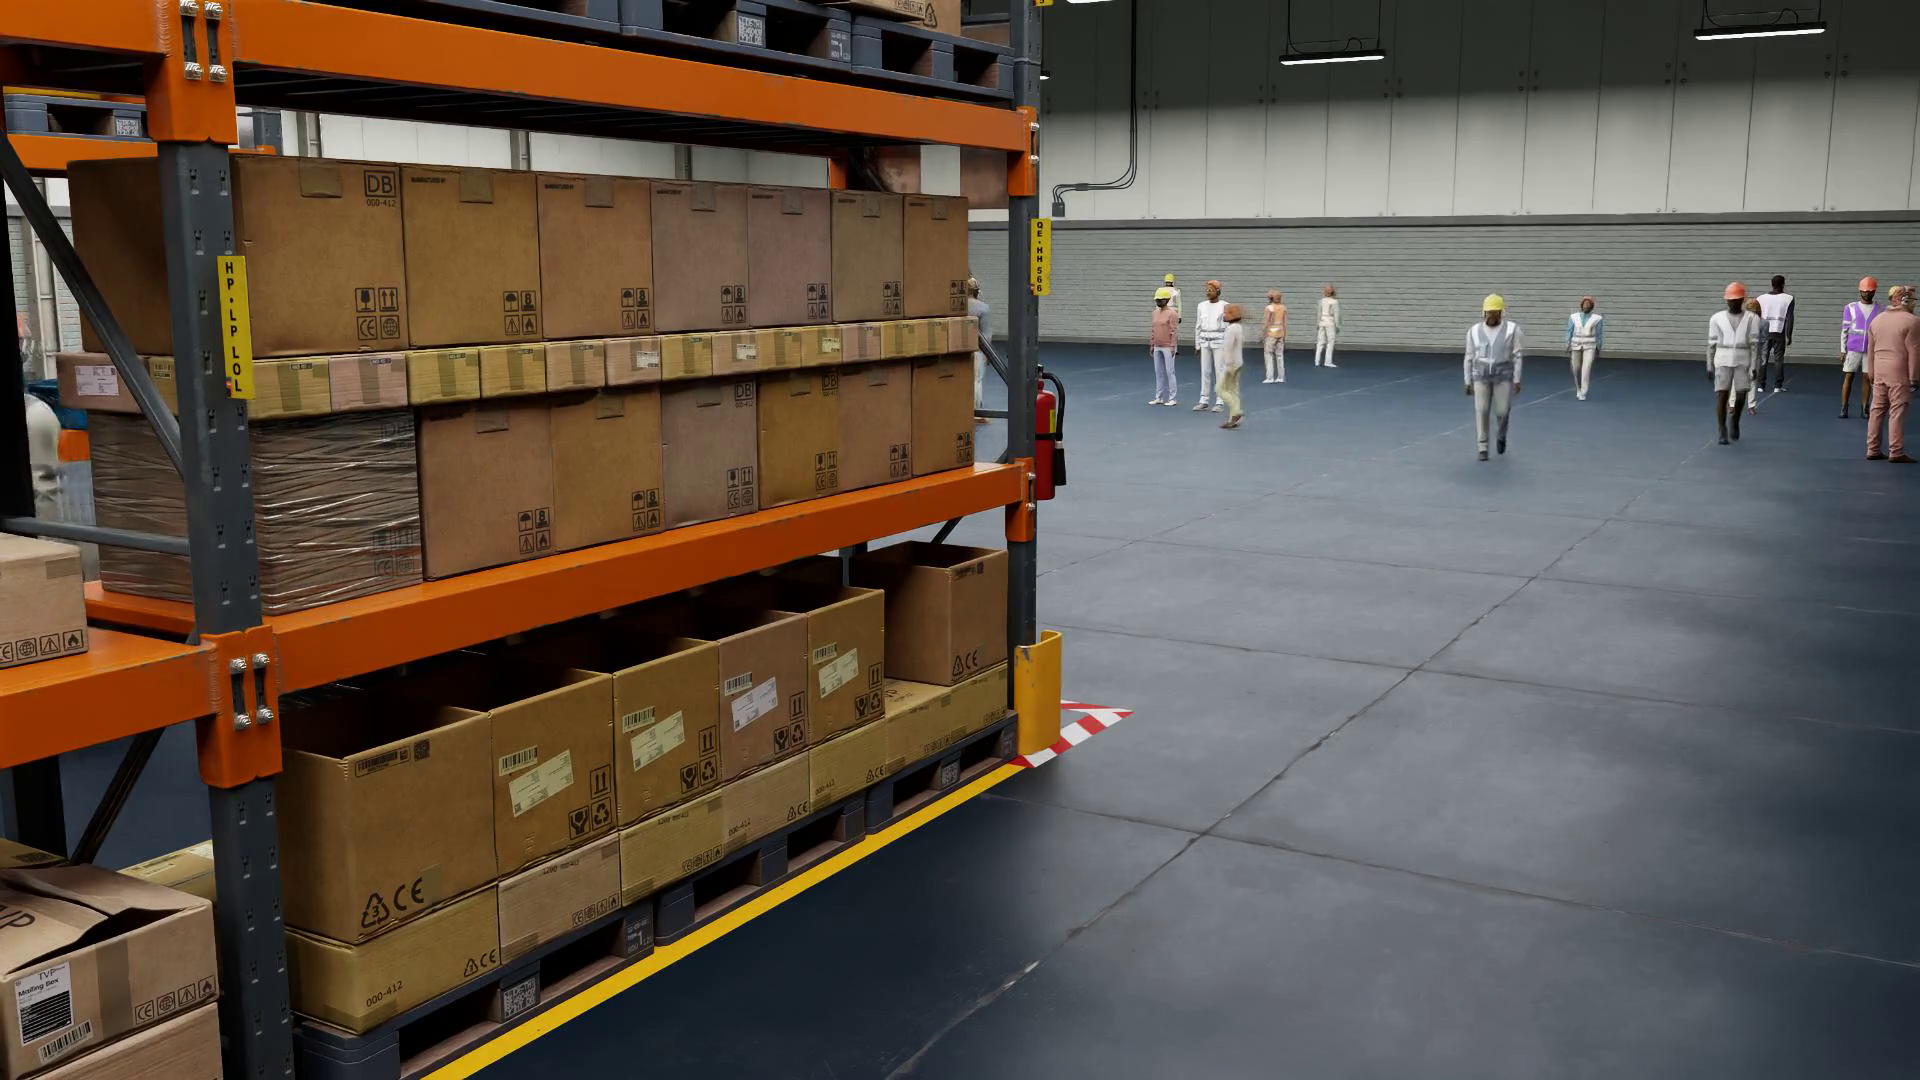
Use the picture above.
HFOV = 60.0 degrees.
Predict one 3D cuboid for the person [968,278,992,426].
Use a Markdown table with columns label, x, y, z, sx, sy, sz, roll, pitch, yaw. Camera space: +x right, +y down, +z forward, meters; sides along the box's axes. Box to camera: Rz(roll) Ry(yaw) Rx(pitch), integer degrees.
| label | x | y | z | sx | sy | sz | roll | pitch | yaw |
| --- | --- | --- | --- | --- | --- | --- | --- | --- | --- |
| person | 0.132 | -2.466 | 21.878 | 0.635 | 1.937 | 0.353 | 6 | 11 | 29 |

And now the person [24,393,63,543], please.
| label | x | y | z | sx | sy | sz | roll | pitch | yaw |
| --- | --- | --- | --- | --- | --- | --- | --- | --- | --- |
| person | -4.065 | 0.012 | 7.159 | 0.619 | 2.016 | 0.896 | 4 | 10 | 22 |

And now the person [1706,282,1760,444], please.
| label | x | y | z | sx | sy | sz | roll | pitch | yaw |
| --- | --- | --- | --- | --- | --- | --- | --- | --- | --- |
| person | 9.123 | -2.082 | 19.667 | 0.563 | 1.920 | 0.415 | 4 | 11 | 23 |

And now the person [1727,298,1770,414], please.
| label | x | y | z | sx | sy | sz | roll | pitch | yaw |
| --- | --- | --- | --- | --- | --- | --- | --- | --- | --- |
| person | 11.124 | -2.588 | 23.480 | 0.498 | 1.633 | 0.279 | 5 | 11 | 27 |

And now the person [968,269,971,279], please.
| label | x | y | z | sx | sy | sz | roll | pitch | yaw |
| --- | --- | --- | --- | --- | --- | --- | --- | --- | --- |
| person | 0.168 | -5.782 | 41.386 | 0.411 | 1.908 | 0.643 | -4 | 10 | -21 |

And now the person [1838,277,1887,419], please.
| label | x | y | z | sx | sy | sz | roll | pitch | yaw |
| --- | --- | --- | --- | --- | --- | --- | --- | --- | --- |
| person | 12.373 | -2.623 | 22.801 | 0.542 | 1.938 | 0.357 | 4 | 10 | 21 |

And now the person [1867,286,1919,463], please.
| label | x | y | z | sx | sy | sz | roll | pitch | yaw |
| --- | --- | --- | --- | --- | --- | --- | --- | --- | --- |
| person | 10.140 | -1.787 | 18.009 | 0.402 | 1.904 | 0.638 | -3 | 10 | -15 |

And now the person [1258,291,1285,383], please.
| label | x | y | z | sx | sy | sz | roll | pitch | yaw |
| --- | --- | --- | --- | --- | --- | --- | --- | --- | --- |
| person | 5.491 | -3.546 | 29.168 | 0.543 | 1.623 | 0.374 | -8 | 13 | -39 |

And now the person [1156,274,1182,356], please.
| label | x | y | z | sx | sy | sz | roll | pitch | yaw |
| --- | --- | --- | --- | --- | --- | --- | --- | --- | --- |
| person | 4.659 | -4.998 | 36.998 | 0.590 | 1.837 | 0.403 | 4 | 10 | 22 |

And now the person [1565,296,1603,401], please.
| label | x | y | z | sx | sy | sz | roll | pitch | yaw |
| --- | --- | --- | --- | --- | --- | --- | --- | --- | --- |
| person | 9.724 | -2.989 | 25.898 | 0.515 | 1.609 | 0.736 | 6 | 12 | 33 |

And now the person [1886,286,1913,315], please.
| label | x | y | z | sx | sy | sz | roll | pitch | yaw |
| --- | --- | --- | --- | --- | --- | --- | --- | --- | --- |
| person | 15.029 | -3.210 | 26.814 | 0.529 | 1.747 | 0.656 | 5 | 11 | 26 |

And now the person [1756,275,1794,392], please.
| label | x | y | z | sx | sy | sz | roll | pitch | yaw |
| --- | --- | --- | --- | --- | --- | --- | --- | --- | --- |
| person | 13.356 | -3.382 | 27.317 | 0.590 | 1.913 | 0.399 | 8 | 13 | 40 |

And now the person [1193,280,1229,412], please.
| label | x | y | z | sx | sy | sz | roll | pitch | yaw |
| --- | --- | --- | --- | --- | --- | --- | --- | --- | --- |
| person | 3.628 | -2.772 | 23.834 | 0.576 | 1.880 | 0.354 | 8 | 13 | 40 |

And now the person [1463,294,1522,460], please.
| label | x | y | z | sx | sy | sz | roll | pitch | yaw |
| --- | --- | --- | --- | --- | --- | --- | --- | --- | --- |
| person | 5.822 | -1.779 | 18.201 | 0.622 | 1.819 | 0.459 | 4 | 11 | 24 |

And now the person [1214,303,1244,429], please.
| label | x | y | z | sx | sy | sz | roll | pitch | yaw |
| --- | --- | --- | --- | --- | --- | --- | --- | --- | --- |
| person | 3.464 | -2.232 | 21.414 | 0.341 | 1.619 | 0.531 | 4 | 11 | 23 |

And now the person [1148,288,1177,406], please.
| label | x | y | z | sx | sy | sz | roll | pitch | yaw |
| --- | --- | --- | --- | --- | --- | --- | --- | --- | --- |
| person | 3.025 | -2.879 | 24.833 | 0.349 | 1.758 | 0.521 | -7 | 12 | -37 |

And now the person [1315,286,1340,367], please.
| label | x | y | z | sx | sy | sz | roll | pitch | yaw |
| --- | --- | --- | --- | --- | --- | --- | --- | --- | --- |
| person | 7.406 | -4.290 | 33.504 | 0.379 | 1.618 | 0.561 | -5 | 11 | -27 |
